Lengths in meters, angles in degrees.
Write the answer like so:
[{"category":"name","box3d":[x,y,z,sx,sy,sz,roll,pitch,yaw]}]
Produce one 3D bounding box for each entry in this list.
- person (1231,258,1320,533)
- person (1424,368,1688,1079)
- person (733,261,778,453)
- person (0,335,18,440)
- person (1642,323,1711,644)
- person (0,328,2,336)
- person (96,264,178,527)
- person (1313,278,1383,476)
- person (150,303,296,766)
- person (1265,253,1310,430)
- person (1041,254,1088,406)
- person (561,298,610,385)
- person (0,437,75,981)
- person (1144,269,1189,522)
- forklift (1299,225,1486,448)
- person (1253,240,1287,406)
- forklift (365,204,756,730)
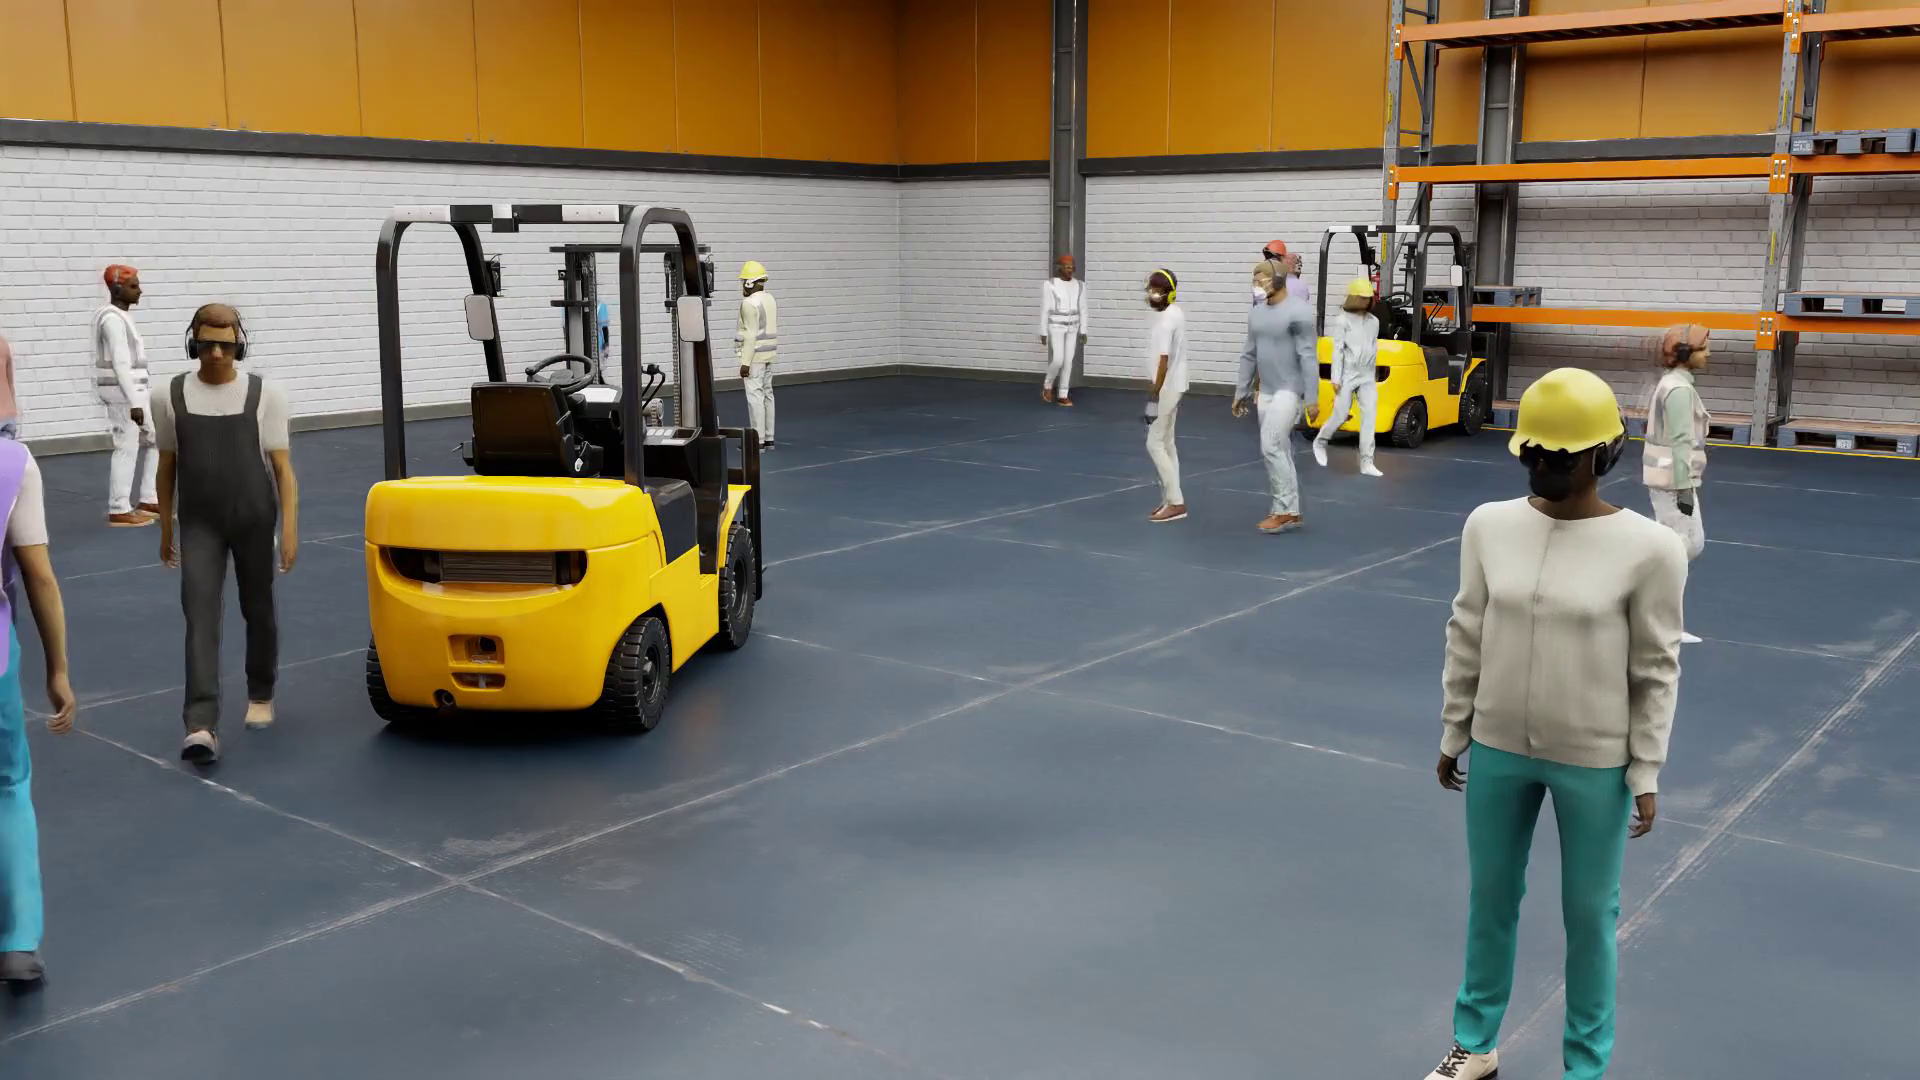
[{"category":"person","box3d":[2.181,-0.992,11.558,0.654,1.906,0.650,-5,11,-25]},{"category":"person","box3d":[1.333,0.489,3.775,0.523,1.760,0.327,8,13,38]},{"category":"person","box3d":[-1.969,-1.757,16.008,0.404,1.831,0.600,3,11,17]},{"category":"person","box3d":[-6.270,-0.778,10.804,0.483,1.750,0.541,0,10,0]},{"category":"person","box3d":[3.586,-0.280,8.398,0.411,1.628,0.519,5,11,25]},{"category":"person","box3d":[-7.136,-1.095,12.089,0.386,1.922,0.594,-6,12,-32]},{"category":"person","box3d":[-5.825,-1.015,11.822,0.622,1.856,0.608,-3,11,-19]},{"category":"person","box3d":[3.430,-1.442,14.590,0.493,1.714,0.784,-5,11,-24]},{"category":"person","box3d":[-2.922,-0.037,6.615,0.539,1.782,0.969,-3,11,-18]},{"category":"person","box3d":[3.563,-2.138,17.952,0.420,1.896,0.681,-5,12,-27]},{"category":"person","box3d":[1.277,-2.572,20.439,0.574,1.869,0.456,-5,11,-24]},{"category":"person","box3d":[-4.247,-2.213,18.977,0.544,1.682,0.516,0,10,0]},{"category":"person","box3d":[-2.657,0.363,4.321,0.590,1.811,0.536,-7,12,-33]},{"category":"person","box3d":[1.531,-1.043,12.110,0.362,1.844,0.585,3,11,18]},{"category":"forklift","box3d":[4.449,-2.115,16.993,1.214,2.155,2.313,8,13,38]},{"category":"person","box3d":[3.810,-2.635,20.307,0.381,2.039,0.606,-4,11,-23]},{"category":"forklift","box3d":[-1.766,-0.406,7.525,1.214,2.155,2.313,1,10,7]}]
